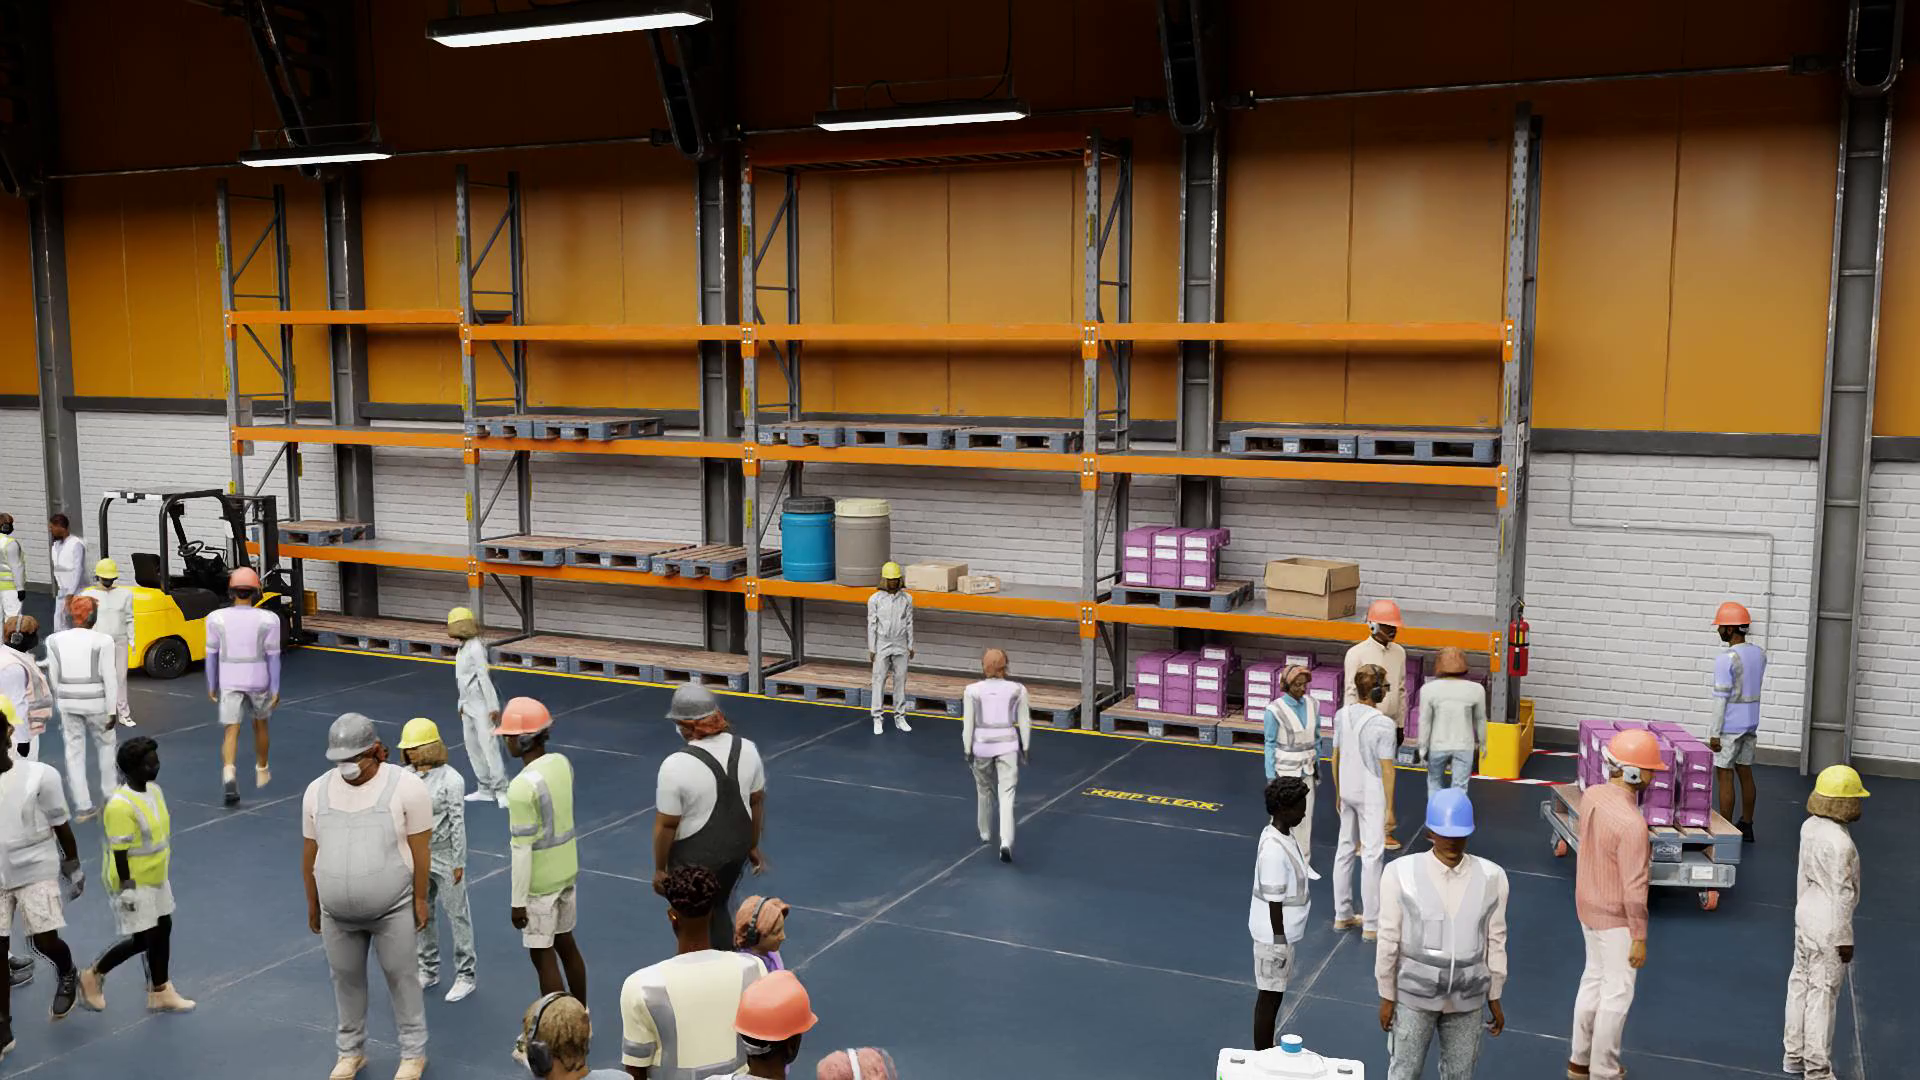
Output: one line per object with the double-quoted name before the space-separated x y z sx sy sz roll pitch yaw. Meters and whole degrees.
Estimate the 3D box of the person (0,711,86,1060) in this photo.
"person" -5.324 1.889 9.356 0.664 1.942 0.813 -1 7 -6

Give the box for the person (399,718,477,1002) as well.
"person" -3.187 1.913 10.015 0.485 1.731 0.350 3 7 22

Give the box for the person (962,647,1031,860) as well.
"person" 0.284 1.633 12.857 0.529 1.607 0.821 0 7 -1

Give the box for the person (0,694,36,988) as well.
"person" -5.929 1.848 10.215 0.403 1.818 0.601 -4 8 -31

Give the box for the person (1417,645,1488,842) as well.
"person" 3.829 1.617 12.919 0.552 1.623 0.489 2 7 15

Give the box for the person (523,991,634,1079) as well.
"person" -1.237 2.387 5.307 0.374 1.928 0.639 3 8 25

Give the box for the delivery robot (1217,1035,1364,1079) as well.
"delivery robot" 1.623 2.675 8.157 0.707 0.478 0.477 2 7 13

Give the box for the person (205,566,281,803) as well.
"person" -6.229 1.242 14.454 0.621 2.015 0.946 -2 7 -16

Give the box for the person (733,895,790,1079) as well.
"person" -0.873 2.313 7.134 0.313 1.631 0.524 1 7 8

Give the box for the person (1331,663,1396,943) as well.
"person" 2.688 1.732 11.050 0.346 1.845 0.505 -5 8 -33

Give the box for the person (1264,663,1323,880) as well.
"person" 2.428 1.704 12.168 0.527 1.627 0.313 -4 8 -31

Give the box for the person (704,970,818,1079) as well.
"person" -0.614 2.362 5.463 0.550 1.935 0.376 3 8 24

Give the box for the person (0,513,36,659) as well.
"person" -11.769 0.585 20.538 0.621 1.845 0.429 3 8 23

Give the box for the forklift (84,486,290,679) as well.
"forklift" -9.426 0.454 20.179 1.214 2.155 2.313 3 8 26

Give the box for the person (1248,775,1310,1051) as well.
"person" 1.692 2.077 8.821 0.319 1.693 0.532 2 7 12

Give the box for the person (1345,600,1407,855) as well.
"person" 3.236 1.441 12.897 0.623 1.986 0.405 -4 8 -29

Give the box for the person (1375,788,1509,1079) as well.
"person" 2.220 2.089 7.670 0.605 1.949 0.402 0 7 0

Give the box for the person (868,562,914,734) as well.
"person" -0.690 1.085 16.809 0.493 1.743 0.295 -3 7 -22

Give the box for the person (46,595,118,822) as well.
"person" -7.287 1.376 13.918 0.566 1.855 0.729 -1 7 -8

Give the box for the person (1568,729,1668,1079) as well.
"person" 3.431 1.954 8.681 0.410 1.980 0.627 0 7 -3

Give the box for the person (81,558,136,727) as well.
"person" -8.669 1.060 16.946 0.522 1.764 0.318 -6 9 -43

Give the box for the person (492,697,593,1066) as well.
"person" -2.338 1.869 9.211 0.443 2.030 0.620 1 7 11

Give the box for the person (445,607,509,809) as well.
"person" -4.086 1.430 14.144 0.404 1.698 0.670 -5 9 -36

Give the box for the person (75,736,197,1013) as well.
"person" -4.828 1.969 9.713 0.543 1.685 0.545 0 7 1

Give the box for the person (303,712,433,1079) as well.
"person" -3.182 1.897 8.881 0.687 2.000 0.536 0 7 0

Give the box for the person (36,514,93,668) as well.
"person" -10.867 0.620 20.218 0.578 1.849 0.898 3 7 21

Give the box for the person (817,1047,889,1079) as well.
"person" -0.229 2.439 5.080 0.421 1.877 0.661 0 7 3

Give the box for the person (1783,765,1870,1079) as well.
"person" 4.615 2.050 8.834 0.306 1.745 0.483 1 7 6

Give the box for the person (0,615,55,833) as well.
"person" -7.374 1.493 13.097 0.429 1.833 0.637 -4 8 -29

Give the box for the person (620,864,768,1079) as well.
"person" -1.026 2.231 6.492 0.599 1.958 0.379 -4 8 -30

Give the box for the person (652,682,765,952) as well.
"person" -1.507 1.797 9.705 0.538 2.000 0.713 7 10 44

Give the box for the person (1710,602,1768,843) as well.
"person" 6.066 1.445 13.090 0.543 1.929 0.386 -4 8 -31
